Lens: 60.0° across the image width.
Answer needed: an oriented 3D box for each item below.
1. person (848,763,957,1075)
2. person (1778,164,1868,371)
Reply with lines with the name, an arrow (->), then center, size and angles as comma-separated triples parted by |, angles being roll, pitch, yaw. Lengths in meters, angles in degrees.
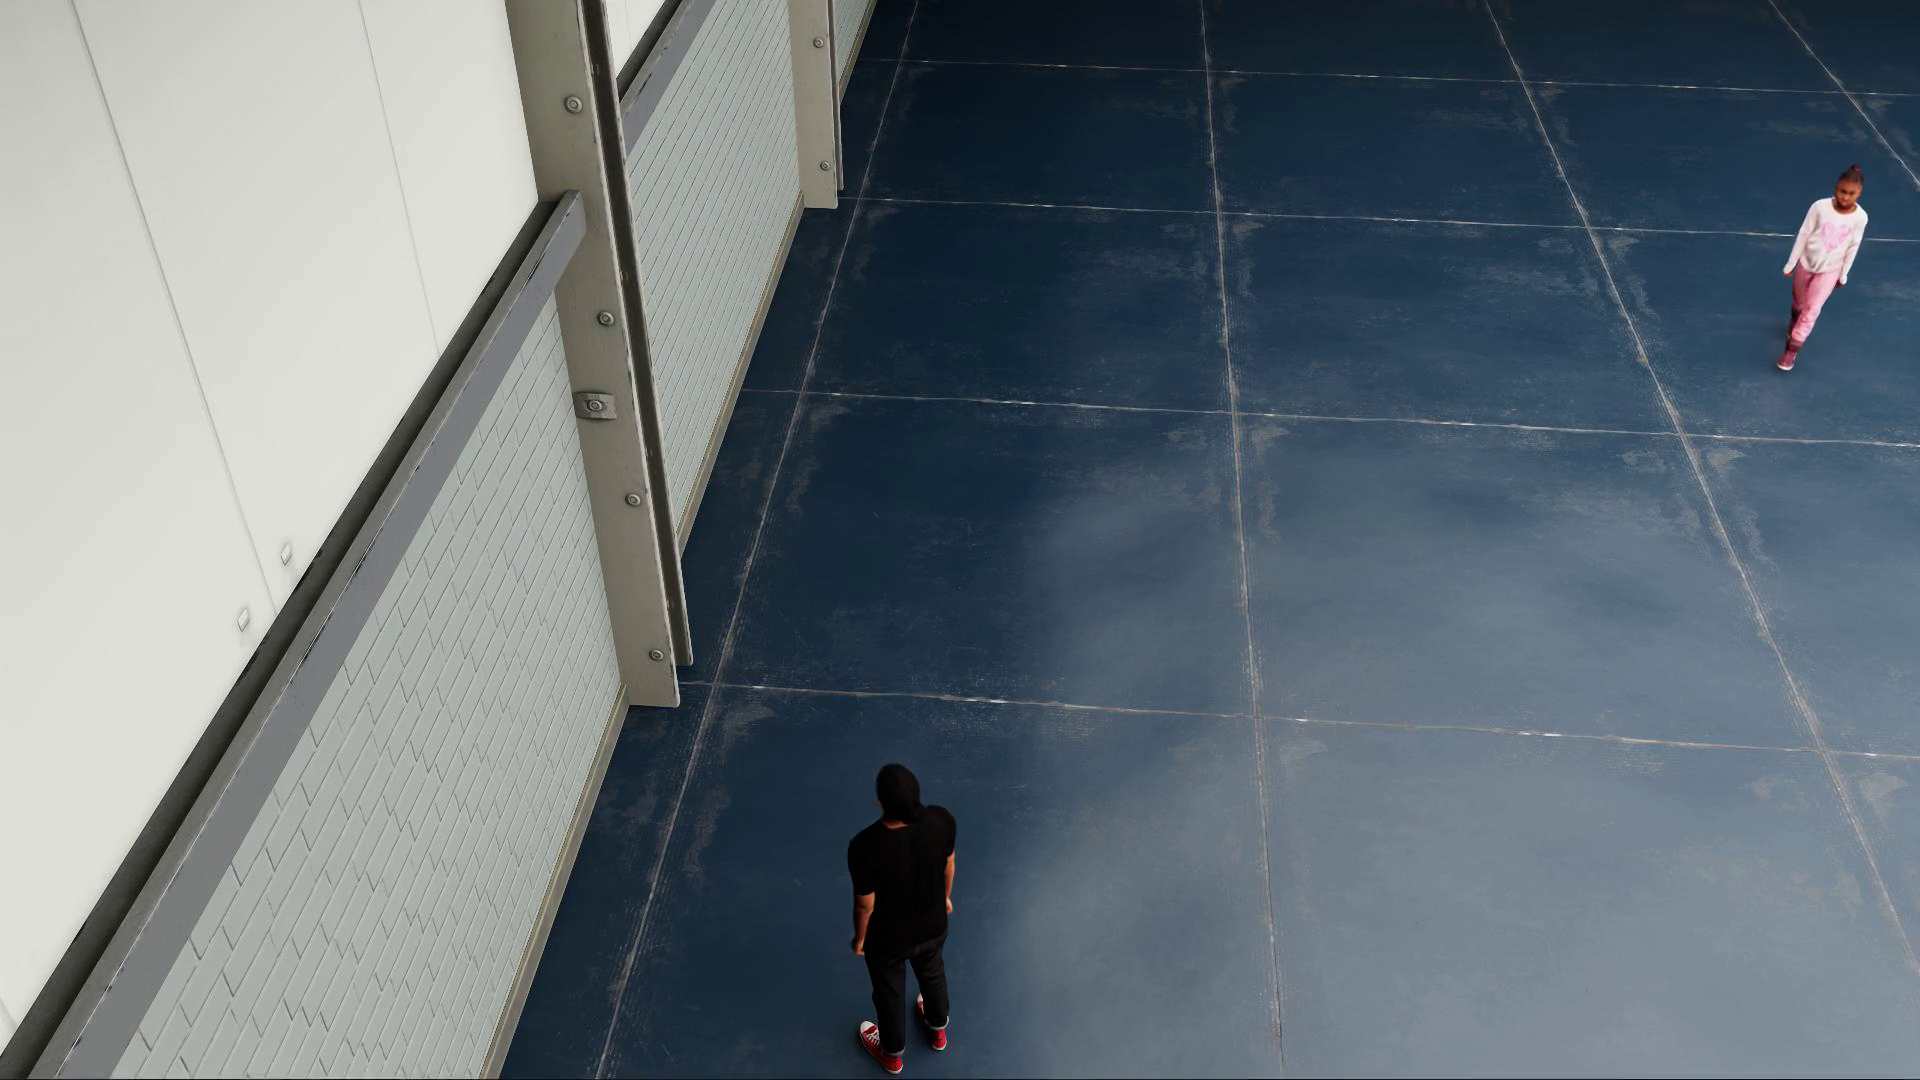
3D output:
person -> -0.232, 1.564, 6.889 | 0.731, 1.758, 0.763 | -19, 42, -23
person -> 6.035, -1.961, 11.667 | 0.873, 1.422, 1.072 | 23, 44, 26
